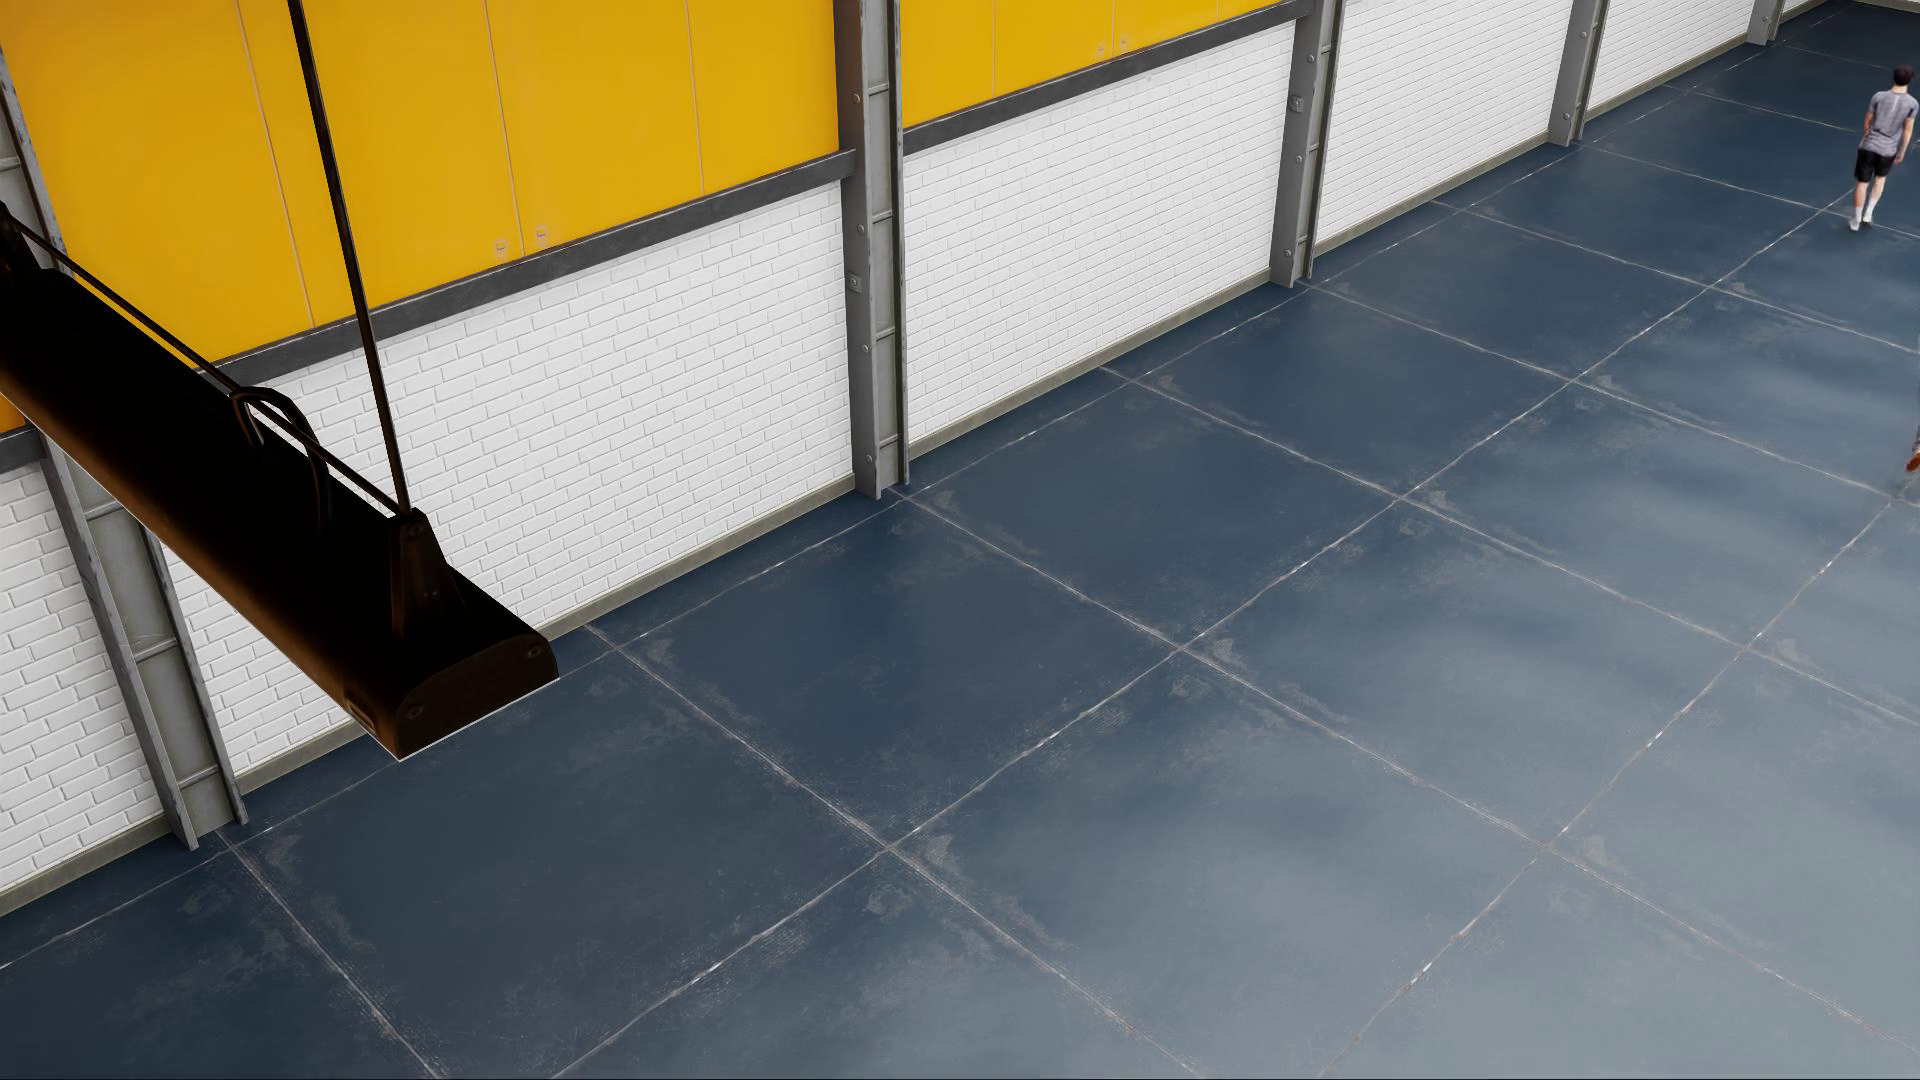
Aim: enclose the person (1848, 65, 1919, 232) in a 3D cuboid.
[{"bbox_3d":[10.257,-4.345,18.582,0.764,1.854,0.830,16,37,22],"label":"person"}]
